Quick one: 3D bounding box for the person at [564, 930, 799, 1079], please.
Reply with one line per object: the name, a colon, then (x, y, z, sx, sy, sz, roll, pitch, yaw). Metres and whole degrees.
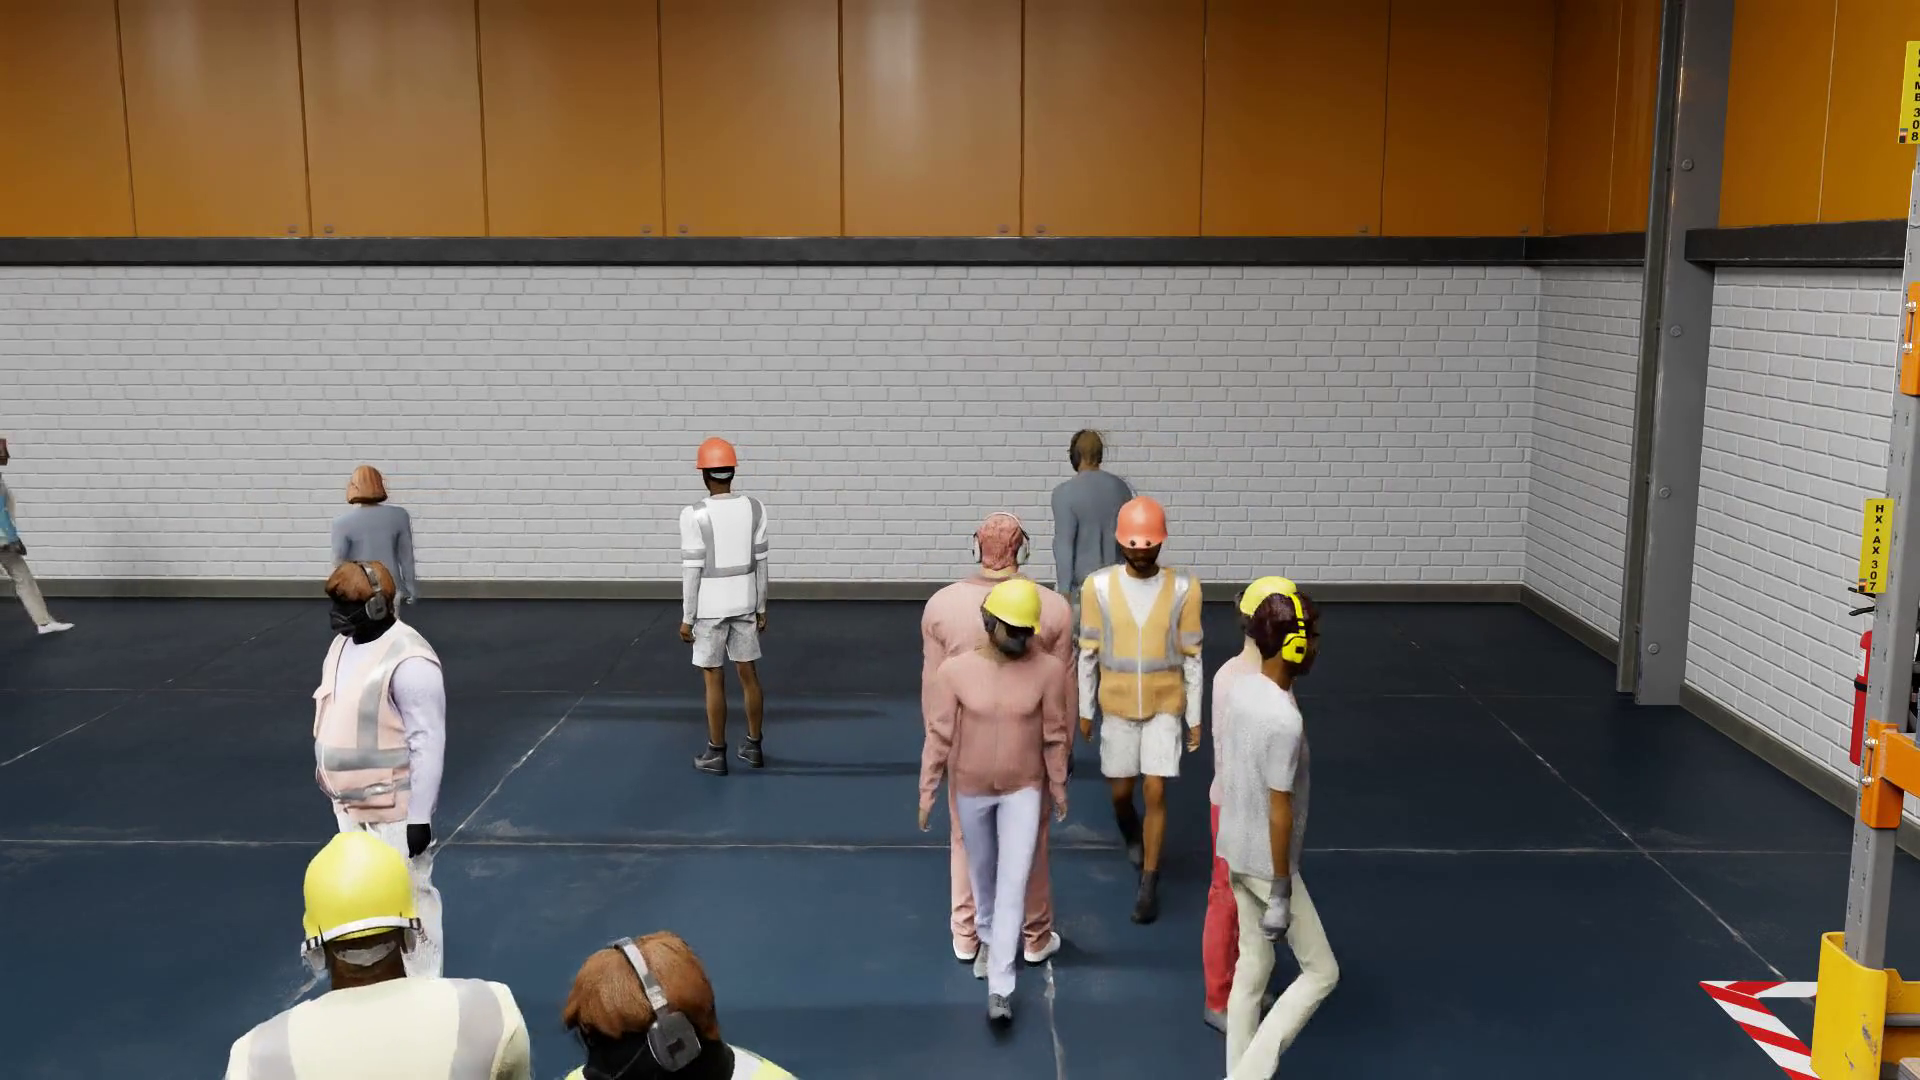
person: (-0.463, 1.553, 2.874, 0.650, 1.810, 0.466, 5, 11, 26)

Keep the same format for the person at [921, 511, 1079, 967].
person: (0.171, 0.826, 6.931, 0.651, 1.904, 0.403, 1, 10, 8)

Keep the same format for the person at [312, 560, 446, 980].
person: (-2.175, 0.977, 6.224, 0.634, 1.839, 0.429, 8, 13, 41)

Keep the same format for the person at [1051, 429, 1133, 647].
person: (0.827, 0.237, 10.535, 0.656, 1.884, 1.047, -6, 11, -34)

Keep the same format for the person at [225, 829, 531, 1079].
person: (-1.158, 1.474, 3.429, 0.597, 1.787, 0.917, -3, 10, -17)

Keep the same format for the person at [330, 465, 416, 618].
person: (-3.814, 0.321, 10.776, 0.522, 1.618, 0.425, -8, 12, -38)

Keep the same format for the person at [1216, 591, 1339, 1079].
person: (1.050, 1.081, 5.574, 0.382, 1.850, 0.526, -3, 10, -16)

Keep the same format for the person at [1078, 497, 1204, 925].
person: (0.823, 0.719, 7.554, 0.568, 1.917, 0.645, 2, 10, 10)

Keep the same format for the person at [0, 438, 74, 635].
person: (-7.437, 0.002, 12.808, 0.897, 1.593, 0.508, -5, 11, -26)

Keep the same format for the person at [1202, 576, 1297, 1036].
person: (1.130, 1.002, 6.319, 0.327, 1.761, 0.524, 7, 12, 35)

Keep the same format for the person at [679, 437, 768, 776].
person: (-1.364, 0.377, 9.532, 0.551, 1.932, 0.376, -7, 12, -36)

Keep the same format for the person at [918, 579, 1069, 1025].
person: (0.129, 0.998, 6.487, 0.583, 1.699, 0.920, 1, 9, 4)
